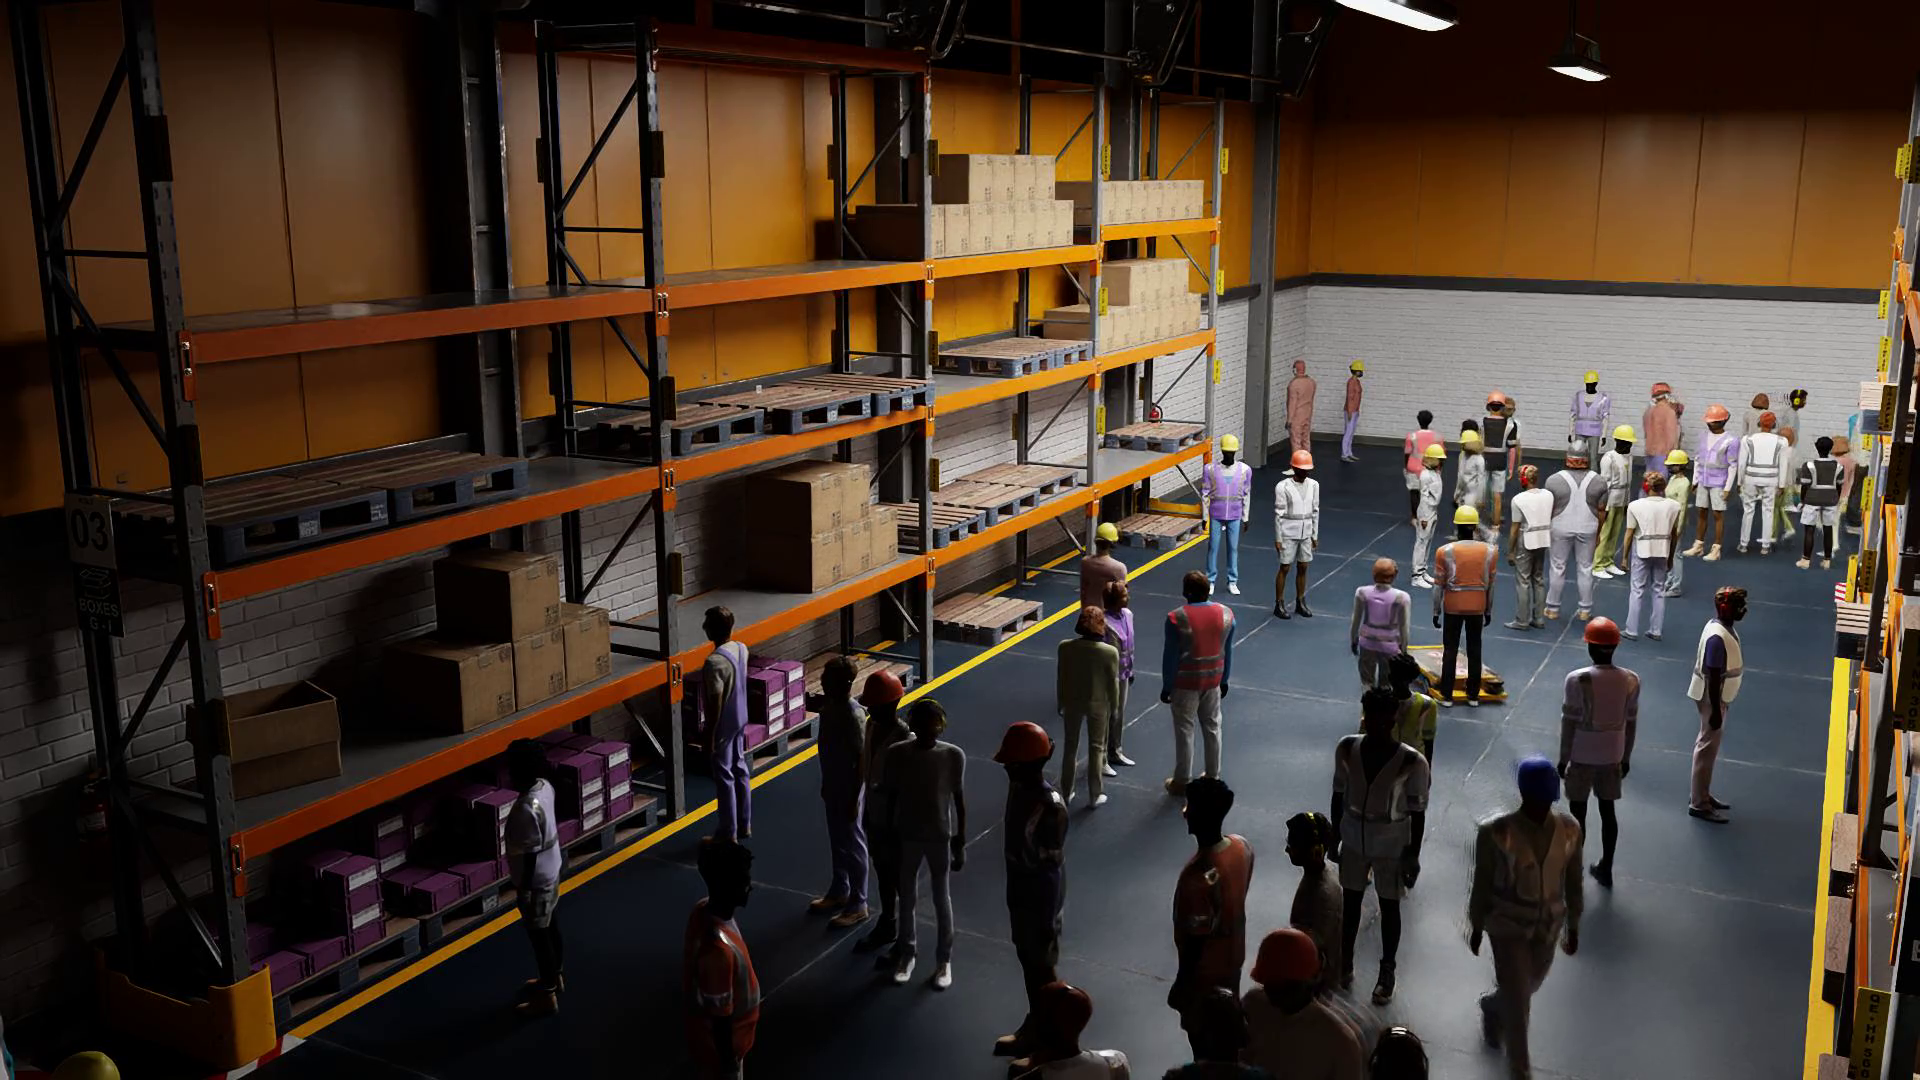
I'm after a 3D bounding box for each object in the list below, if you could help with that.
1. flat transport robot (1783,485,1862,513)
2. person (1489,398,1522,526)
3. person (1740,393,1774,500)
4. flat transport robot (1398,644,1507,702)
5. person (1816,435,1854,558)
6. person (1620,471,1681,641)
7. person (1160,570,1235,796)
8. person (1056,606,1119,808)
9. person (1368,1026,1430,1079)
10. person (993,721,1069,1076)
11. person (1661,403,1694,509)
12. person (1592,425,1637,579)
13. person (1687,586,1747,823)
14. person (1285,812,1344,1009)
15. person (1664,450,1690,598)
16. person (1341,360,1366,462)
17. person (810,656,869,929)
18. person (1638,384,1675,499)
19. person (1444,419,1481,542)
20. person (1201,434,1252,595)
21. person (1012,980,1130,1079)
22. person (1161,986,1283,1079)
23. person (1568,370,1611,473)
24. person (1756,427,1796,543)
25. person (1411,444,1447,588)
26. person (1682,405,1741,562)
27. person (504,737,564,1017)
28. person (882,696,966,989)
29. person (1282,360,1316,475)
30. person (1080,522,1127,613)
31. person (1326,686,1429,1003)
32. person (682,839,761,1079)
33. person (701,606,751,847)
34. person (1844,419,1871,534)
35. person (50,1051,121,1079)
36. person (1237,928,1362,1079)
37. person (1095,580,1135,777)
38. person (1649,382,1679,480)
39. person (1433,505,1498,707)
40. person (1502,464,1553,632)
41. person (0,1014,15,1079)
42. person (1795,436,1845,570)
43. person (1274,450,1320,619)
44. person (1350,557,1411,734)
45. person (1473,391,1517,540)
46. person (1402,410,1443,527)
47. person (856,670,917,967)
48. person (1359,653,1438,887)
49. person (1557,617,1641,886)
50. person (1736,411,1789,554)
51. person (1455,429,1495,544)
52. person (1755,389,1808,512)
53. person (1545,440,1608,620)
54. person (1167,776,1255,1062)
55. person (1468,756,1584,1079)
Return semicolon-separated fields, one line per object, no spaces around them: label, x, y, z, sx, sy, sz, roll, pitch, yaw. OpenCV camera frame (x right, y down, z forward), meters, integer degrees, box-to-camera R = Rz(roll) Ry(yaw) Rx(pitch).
flat transport robot;12.858;-0.632;24.933;0.652;0.197;1.431;0;13;1
person;7.716;-1.100;23.548;0.524;1.805;0.856;-1;13;-5
person;12.184;-1.431;25.431;0.287;1.635;0.499;-7;15;-30
flat transport robot;4.779;1.281;16.369;0.652;0.197;1.431;-1;13;-6
person;11.300;-0.546;21.502;0.509;1.625;0.383;-4;13;-17
person;7.362;0.184;17.743;0.560;1.838;0.393;0;13;-1
person;1.894;1.148;13.425;0.633;1.839;0.429;-5;13;-21
person;1.006;1.319;13.154;0.506;1.624;0.288;4;13;17
person;1.643;2.729;6.356;0.504;1.840;0.341;0;13;2
person;0.381;1.984;9.259;0.402;2.035;0.600;-5;14;-21
person;10.576;-1.232;24.587;0.673;1.606;0.549;-2;13;-8
person;8.102;-0.476;20.531;0.584;1.918;0.401;-10;16;-39
person;5.873;1.252;12.942;0.390;1.846;0.564;6;14;26
person;1.764;2.255;8.432;0.333;1.860;0.510;2;13;7
person;8.419;-0.195;19.631;0.333;1.761;0.527;2;13;9
person;6.799;-2.222;28.699;0.340;1.760;0.526;6;14;26
person;-0.795;1.663;11.103;0.345;1.847;0.506;-7;14;-29
person;10.062;-1.239;23.900;0.388;1.946;0.748;-3;13;-13
person;6.835;-0.802;22.507;0.454;1.690;0.584;7;14;28
person;3.147;-0.302;19.709;0.587;1.930;0.356;0;13;0
person;0.406;2.642;6.636;0.585;1.881;0.344;-7;15;-30
person;1.052;2.659;6.669;0.540;1.832;0.417;3;13;14
person;9.772;-1.681;25.890;0.594;1.926;0.366;8;15;32
person;11.031;-0.731;22.333;0.446;1.612;0.562;7;14;28
person;5.689;-0.301;20.127;0.319;1.742;0.492;7;14;29
person;9.673;-0.734;21.412;0.392;2.034;0.605;-6;14;-25
person;-2.548;1.998;9.938;0.316;1.695;0.542;-1;13;-2
person;-0.221;1.852;10.240;0.520;1.858;0.341;2;13;8
person;5.574;-2.014;27.447;0.642;1.902;0.399;-12;17;-42
person;1.347;0.707;15.588;0.527;1.761;0.346;10;16;39
person;2.512;1.827;10.093;0.601;1.967;0.369;9;16;36
person;-1.113;2.337;7.813;0.363;1.963;0.612;-3;13;-13
person;-1.750;1.385;12.349;0.331;1.844;0.520;5;13;21
person;12.551;-1.082;23.065;0.400;1.990;0.622;7;14;28
person;-3.227;2.764;6.233;0.403;1.824;0.591;0;13;0
person;1.366;2.537;7.003;1.048;1.931;0.635;-9;16;-36
person;1.284;1.138;13.907;0.306;1.645;0.522;9;15;35
person;11.323;-1.750;26.862;0.548;1.619;0.480;-2;13;-9
person;4.713;0.624;15.605;0.582;1.919;0.395;0;13;1
person;6.230;0.091;18.195;0.572;1.830;0.410;-6;14;-26
person;-4.211;2.589;7.008;0.429;1.830;0.637;3;13;11
person;10.831;-0.460;20.954;0.532;1.692;0.322;1;13;6
person;3.788;-0.063;18.652;0.546;1.929;0.388;-4;13;-19
person;3.714;0.959;14.750;0.525;1.633;0.451;7;14;29
person;7.245;-1.015;22.685;0.611;2.032;0.411;3;13;13
person;6.495;-0.989;23.347;0.536;1.679;0.453;1;13;5
person;-0.466;1.748;10.548;0.380;1.930;0.547;-8;15;-32
person;3.065;1.605;11.695;0.535;1.699;0.322;2;13;10
person;4.468;1.489;11.717;0.541;1.928;0.408;-2;13;-8
person;10.516;-0.752;21.832;0.584;1.882;0.347;5;14;23
person;6.655;-0.584;21.464;0.636;1.715;0.484;-2;13;-11
person;12.095;-1.325;24.506;0.761;1.846;0.556;7;14;27
person;6.854;-0.119;18.644;0.673;2.000;0.536;2;13;10
person;1.278;2.161;8.597;0.368;1.967;0.600;9;15;35
person;3.088;2.062;9.163;0.614;1.919;0.918;-2;13;-7
